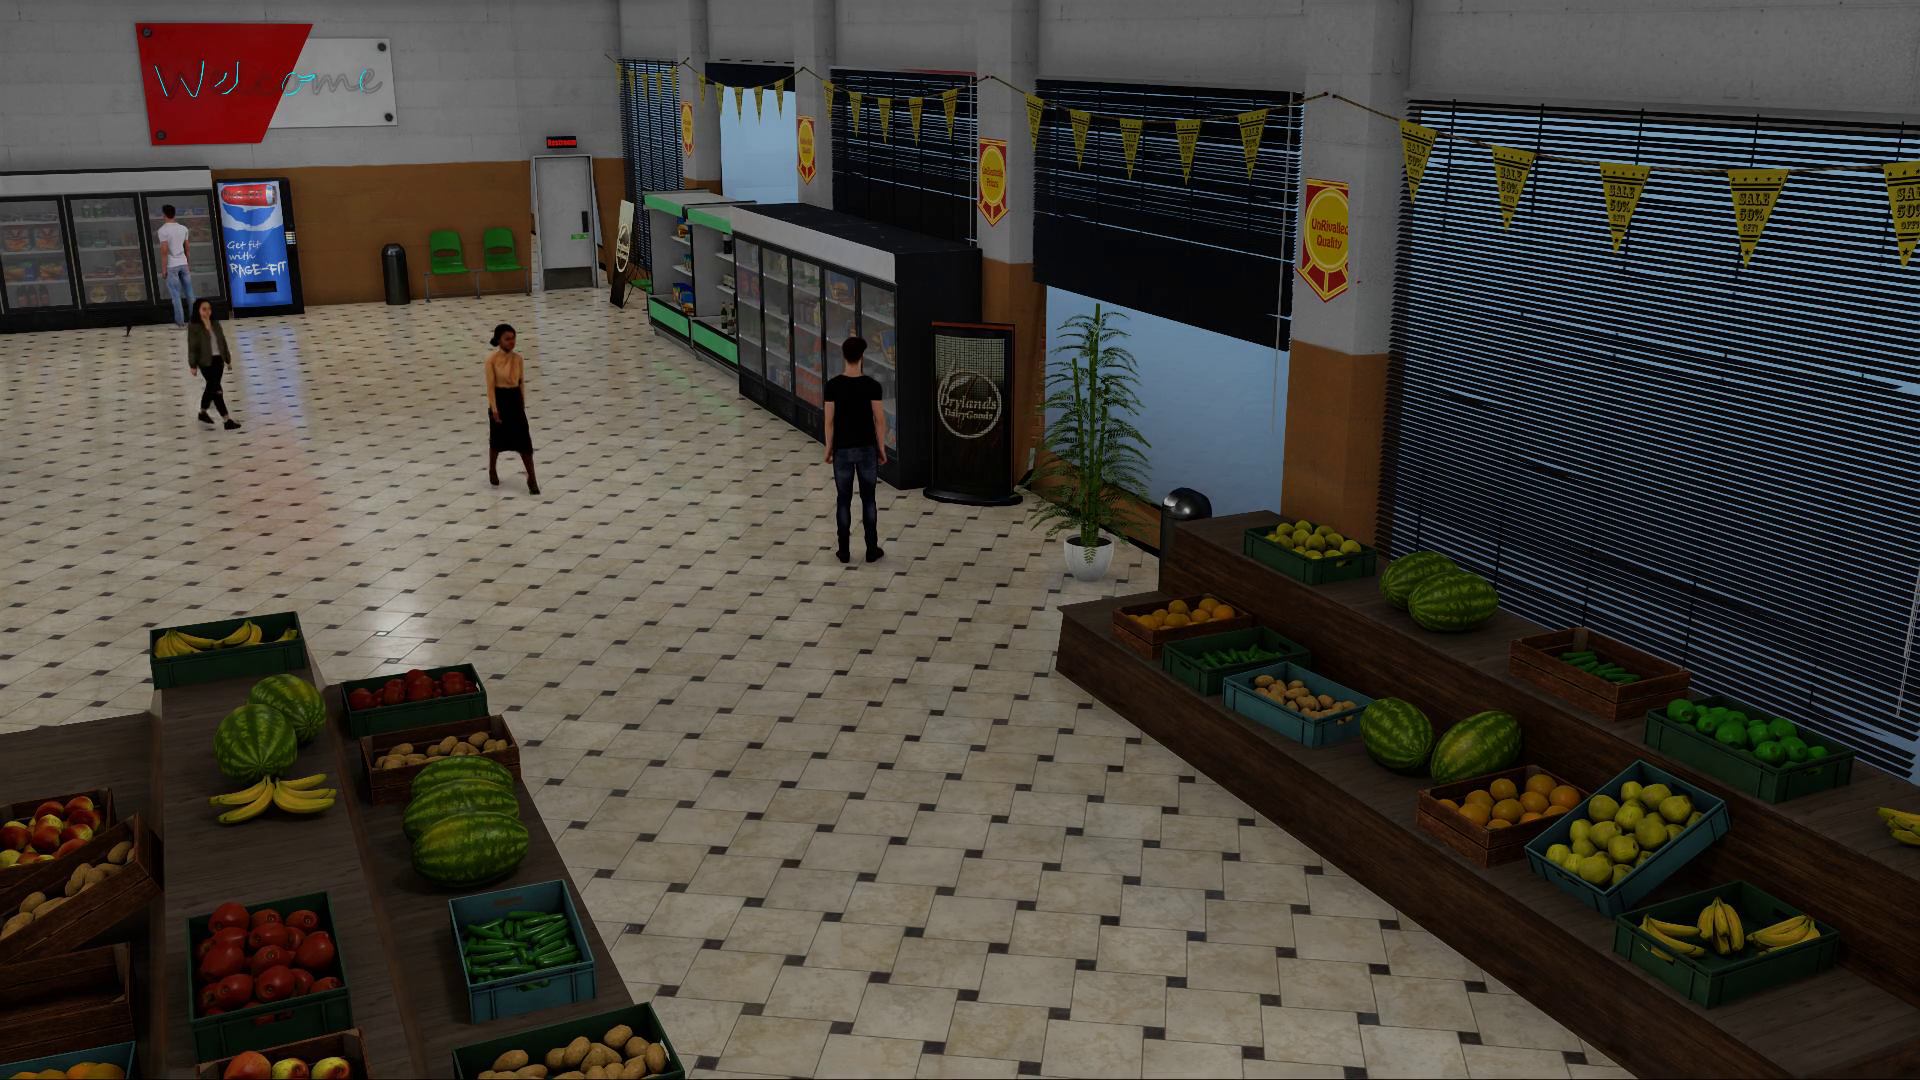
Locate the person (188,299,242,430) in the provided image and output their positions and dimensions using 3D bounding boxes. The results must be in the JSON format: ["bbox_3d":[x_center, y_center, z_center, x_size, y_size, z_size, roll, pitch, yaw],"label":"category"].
[{"bbox_3d":[-8.440,-1.956,18.629,1.070,1.441,0.947,9,19,28],"label":"person"}]

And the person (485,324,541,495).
[{"bbox_3d":[-4.396,-1.233,15.956,0.765,1.610,1.085,-14,22,-39],"label":"person"}]

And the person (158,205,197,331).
[{"bbox_3d":[-11.755,-4.096,24.969,0.755,1.851,0.723,8,19,25],"label":"person"}]

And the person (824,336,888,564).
[{"bbox_3d":[-0.877,-0.751,13.876,0.763,1.896,0.728,0,17,0],"label":"person"}]
